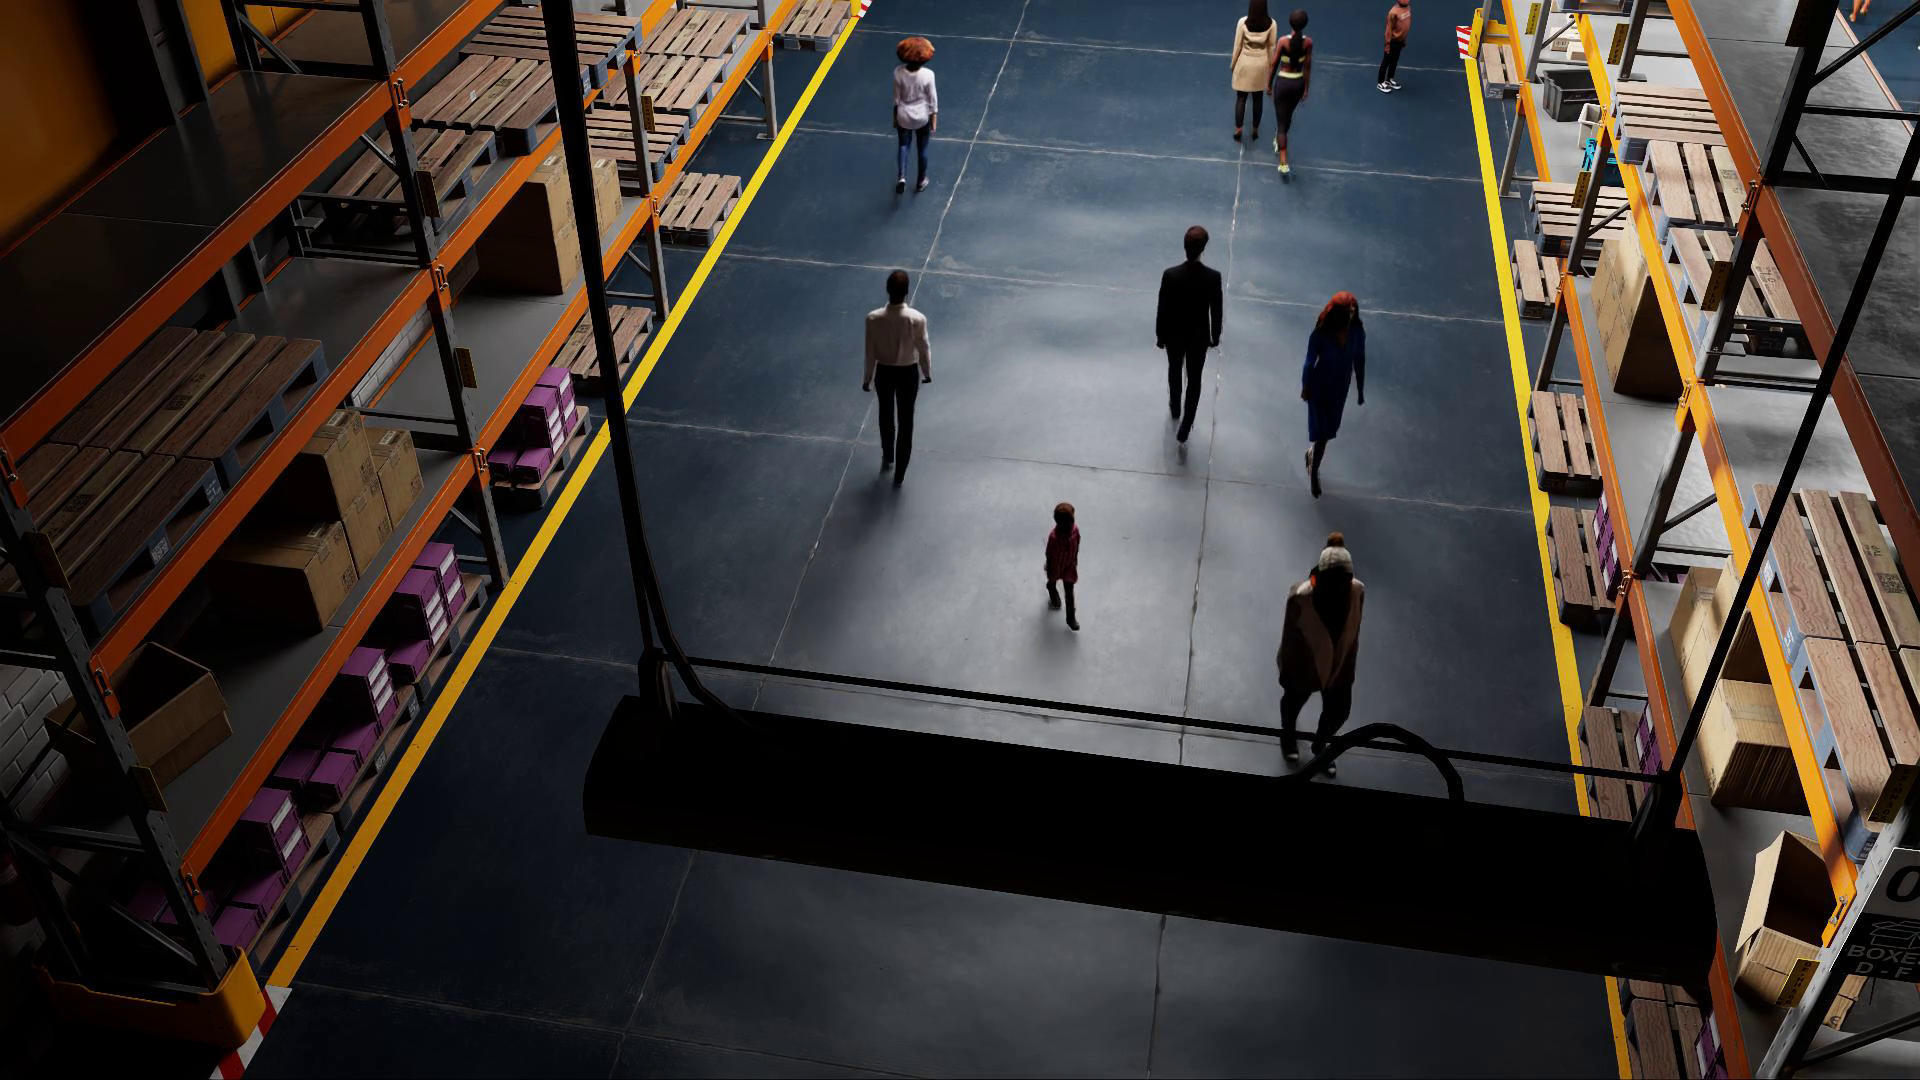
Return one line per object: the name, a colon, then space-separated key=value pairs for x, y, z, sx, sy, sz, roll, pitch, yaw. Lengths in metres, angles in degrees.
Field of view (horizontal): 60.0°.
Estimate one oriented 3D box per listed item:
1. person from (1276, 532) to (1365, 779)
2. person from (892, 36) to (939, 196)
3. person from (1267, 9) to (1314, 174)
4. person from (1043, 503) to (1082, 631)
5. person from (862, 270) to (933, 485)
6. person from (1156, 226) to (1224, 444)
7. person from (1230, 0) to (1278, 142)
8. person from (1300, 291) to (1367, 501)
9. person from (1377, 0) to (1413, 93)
person: x=2.311 y=0.680 z=10.848 sx=0.818 sy=1.874 sz=0.842 roll=-6 pitch=39 yaw=-7
person: x=-0.502 y=-4.379 z=17.330 sx=0.639 sy=1.691 sz=0.831 roll=7 pitch=39 yaw=9
person: x=3.522 y=-4.757 z=17.789 sx=0.725 sy=1.709 sz=1.168 roll=-1 pitch=39 yaw=-1
person: x=0.735 y=0.126 z=12.238 sx=0.648 sy=1.004 sz=0.799 roll=-13 pitch=40 yaw=-15
person: x=-0.509 y=-1.241 z=13.272 sx=0.763 sy=1.852 sz=0.774 roll=1 pitch=39 yaw=1
person: x=1.889 y=-1.673 z=13.799 sx=0.737 sy=1.868 sz=1.126 roll=4 pitch=39 yaw=5
person: x=3.234 y=-5.230 z=18.404 sx=0.673 sy=1.680 sz=0.561 roll=2 pitch=39 yaw=3
person: x=2.919 y=-1.236 z=13.300 sx=0.790 sy=1.809 sz=0.886 roll=-10 pitch=40 yaw=-13
person: x=5.134 y=-5.925 z=19.617 sx=0.577 sy=1.253 sz=0.639 roll=-24 pitch=45 yaw=-27
